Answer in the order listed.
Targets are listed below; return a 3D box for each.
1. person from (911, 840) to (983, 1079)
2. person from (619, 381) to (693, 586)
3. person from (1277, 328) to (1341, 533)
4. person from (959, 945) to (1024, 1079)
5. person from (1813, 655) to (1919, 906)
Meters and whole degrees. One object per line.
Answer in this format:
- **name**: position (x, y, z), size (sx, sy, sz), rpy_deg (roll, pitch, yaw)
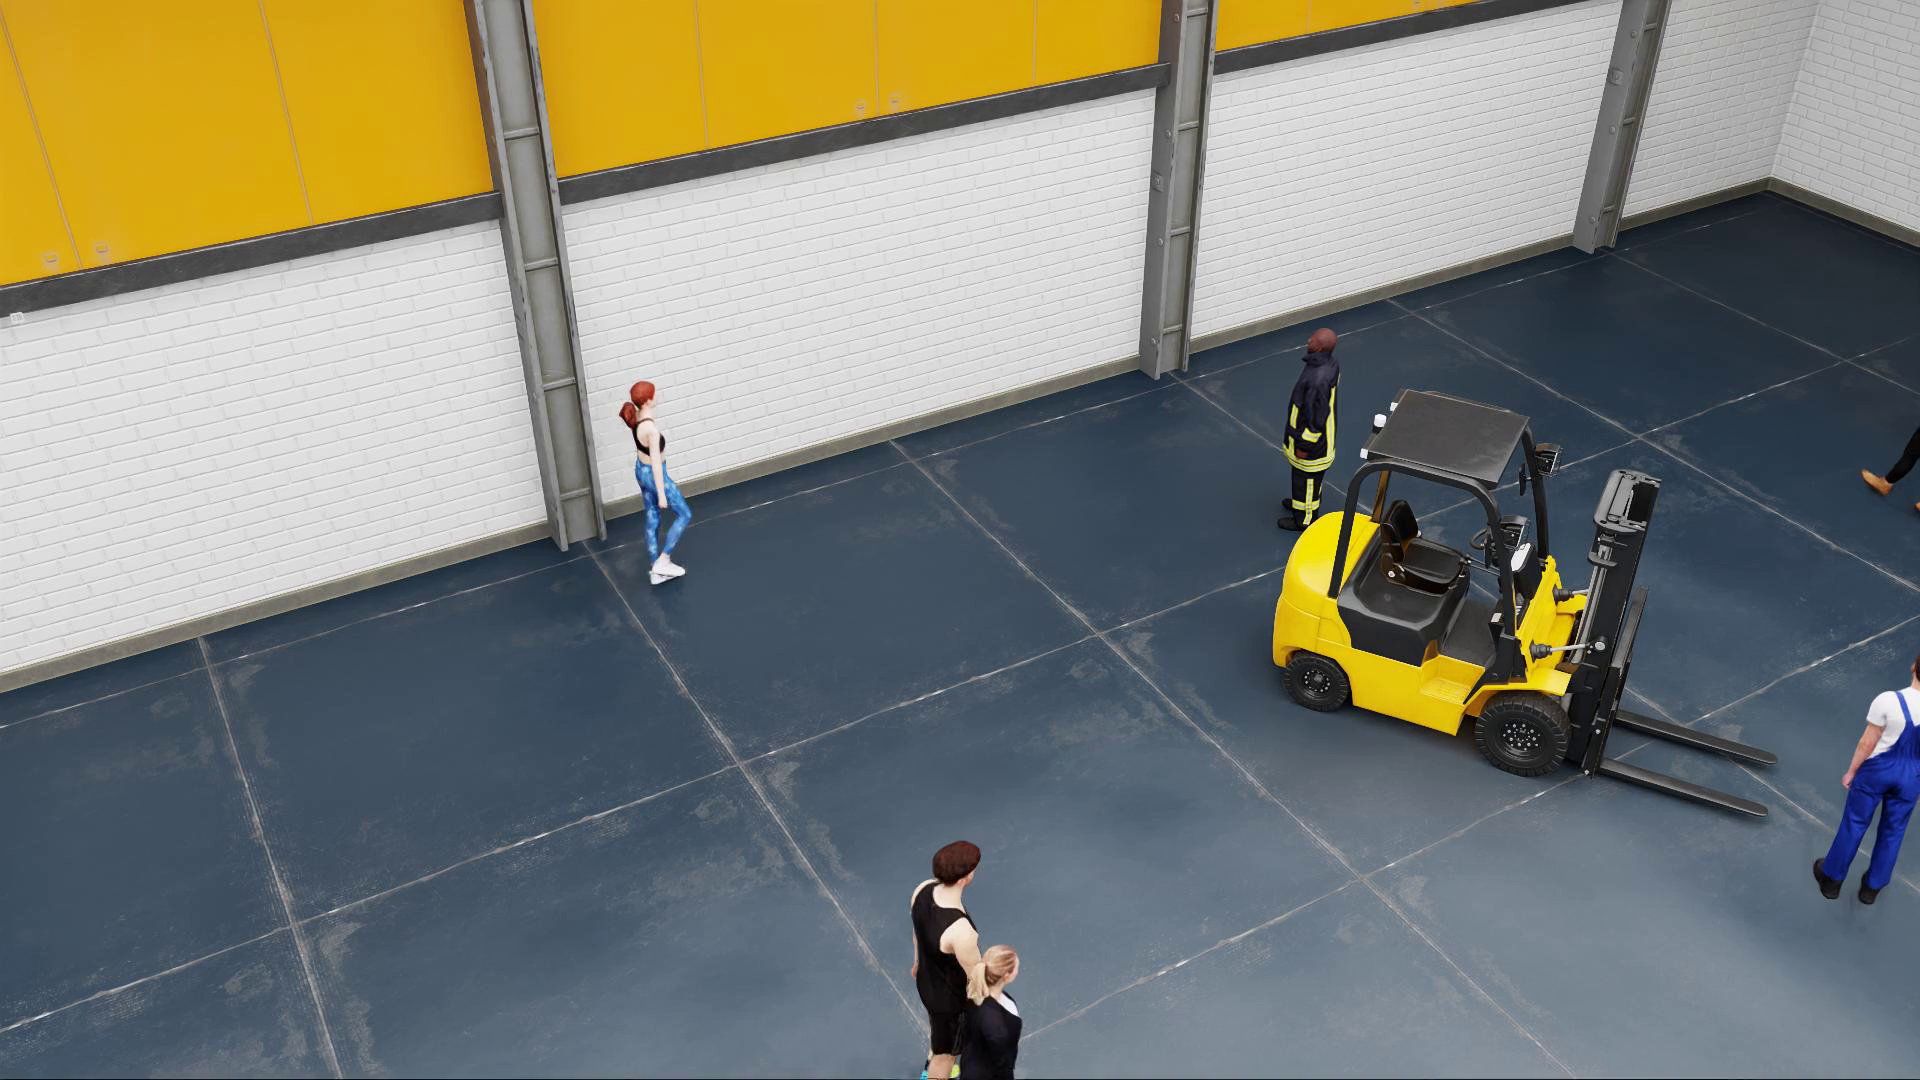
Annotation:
- **person**: position (-0.137, 2.353, 8.641), size (0.642, 1.880, 0.711), rpy_deg (-15, 36, -21)
- **person**: position (-2.439, -0.400, 12.874), size (0.674, 1.778, 0.627), rpy_deg (-22, 40, -30)
- **person**: position (2.900, -0.921, 13.620), size (0.925, 1.821, 0.839), rpy_deg (13, 36, 18)
- **person**: position (0.036, 2.716, 8.293), size (1.153, 1.660, 0.874), rpy_deg (-5, 34, -8)
- **person**: position (5.618, 1.427, 10.062), size (0.722, 1.849, 0.770), rpy_deg (11, 35, 15)
